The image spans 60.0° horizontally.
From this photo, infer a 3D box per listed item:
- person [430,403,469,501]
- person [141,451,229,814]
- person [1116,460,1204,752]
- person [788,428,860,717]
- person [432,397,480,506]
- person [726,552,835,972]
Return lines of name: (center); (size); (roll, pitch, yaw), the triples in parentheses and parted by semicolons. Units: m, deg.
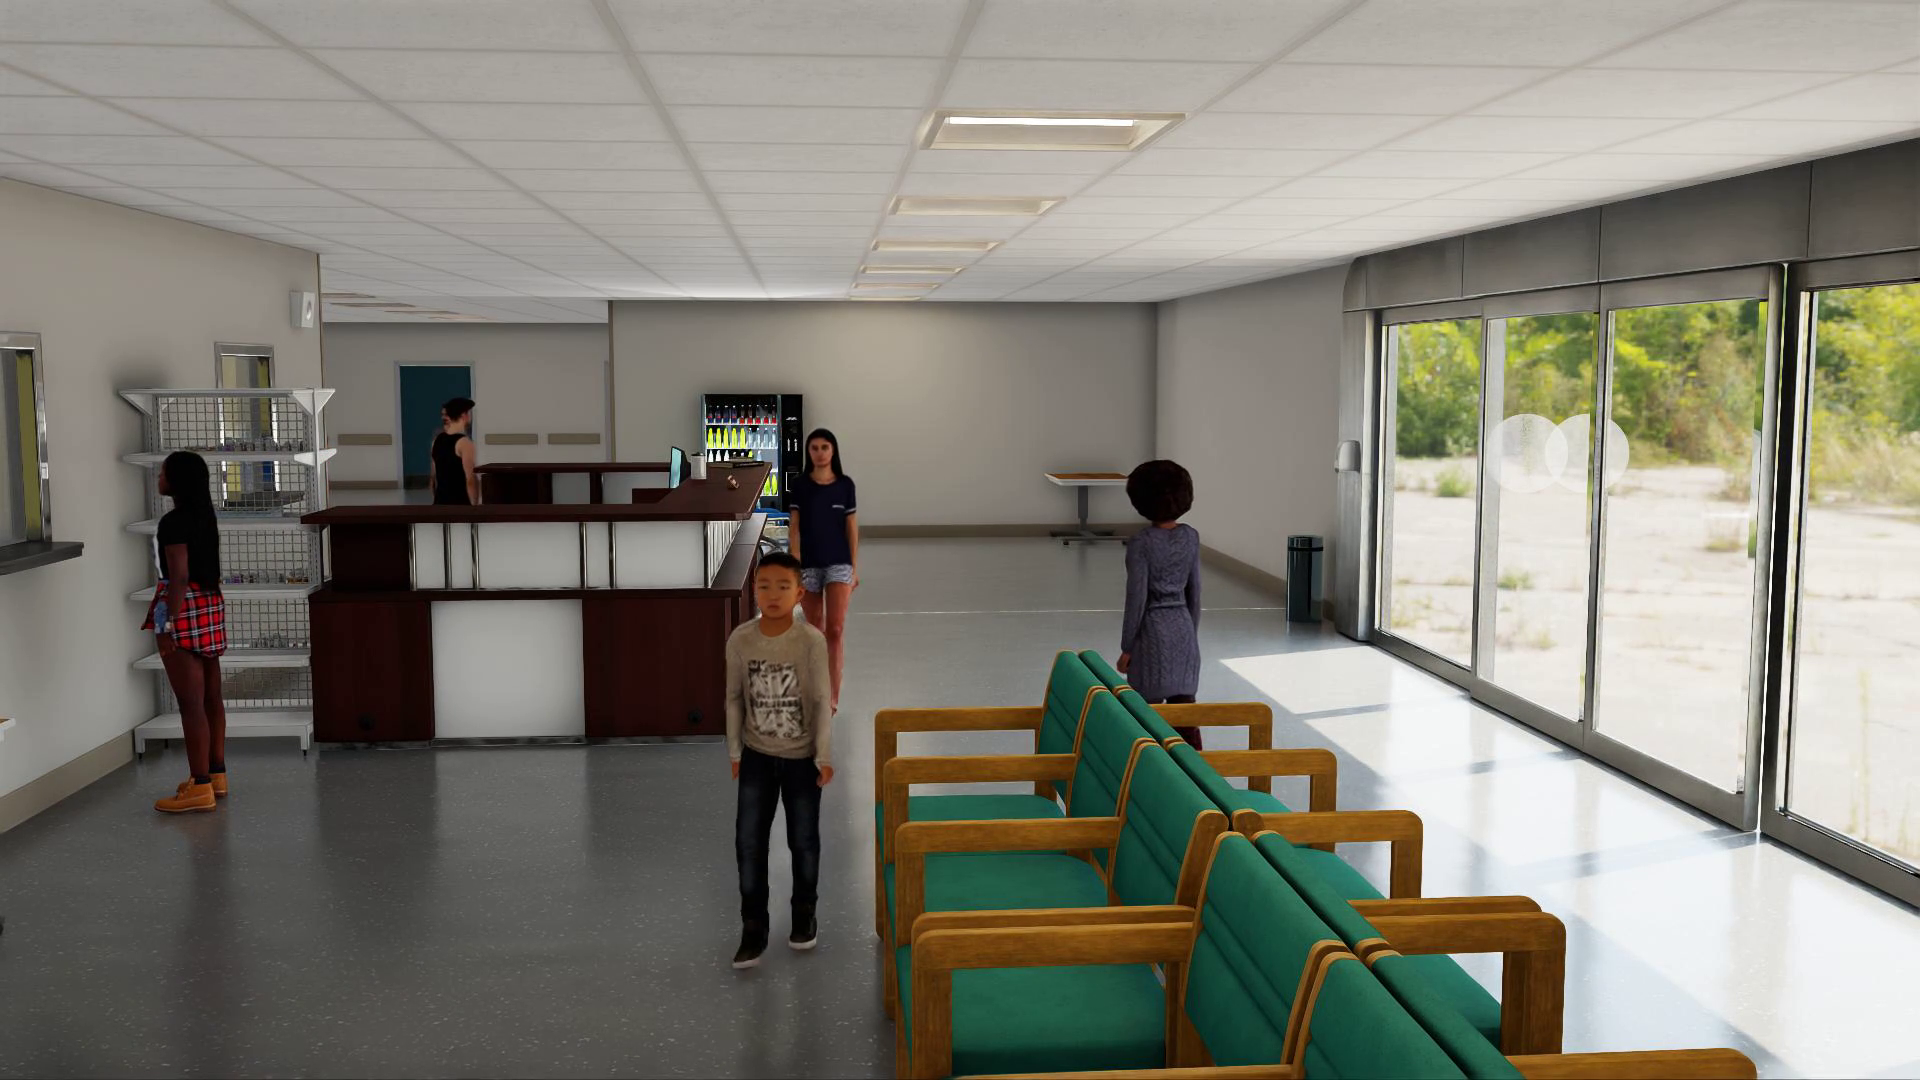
person: (-5.906, -0.717, 19.251); (0.585, 1.755, 0.741); (1, 6, 12)
person: (-3.707, 0.427, 8.025); (0.572, 1.726, 0.587); (-1, 6, -5)
person: (0.915, 0.494, 7.436); (0.583, 1.711, 0.715); (-3, 7, -30)
person: (-0.843, 0.207, 10.214); (1.023, 1.726, 0.696); (0, 6, 1)
person: (-4.336, -0.275, 14.208); (0.742, 1.885, 0.834); (4, 7, 32)
person: (-0.627, 0.768, 6.037); (0.725, 1.447, 0.679); (0, 6, 1)
